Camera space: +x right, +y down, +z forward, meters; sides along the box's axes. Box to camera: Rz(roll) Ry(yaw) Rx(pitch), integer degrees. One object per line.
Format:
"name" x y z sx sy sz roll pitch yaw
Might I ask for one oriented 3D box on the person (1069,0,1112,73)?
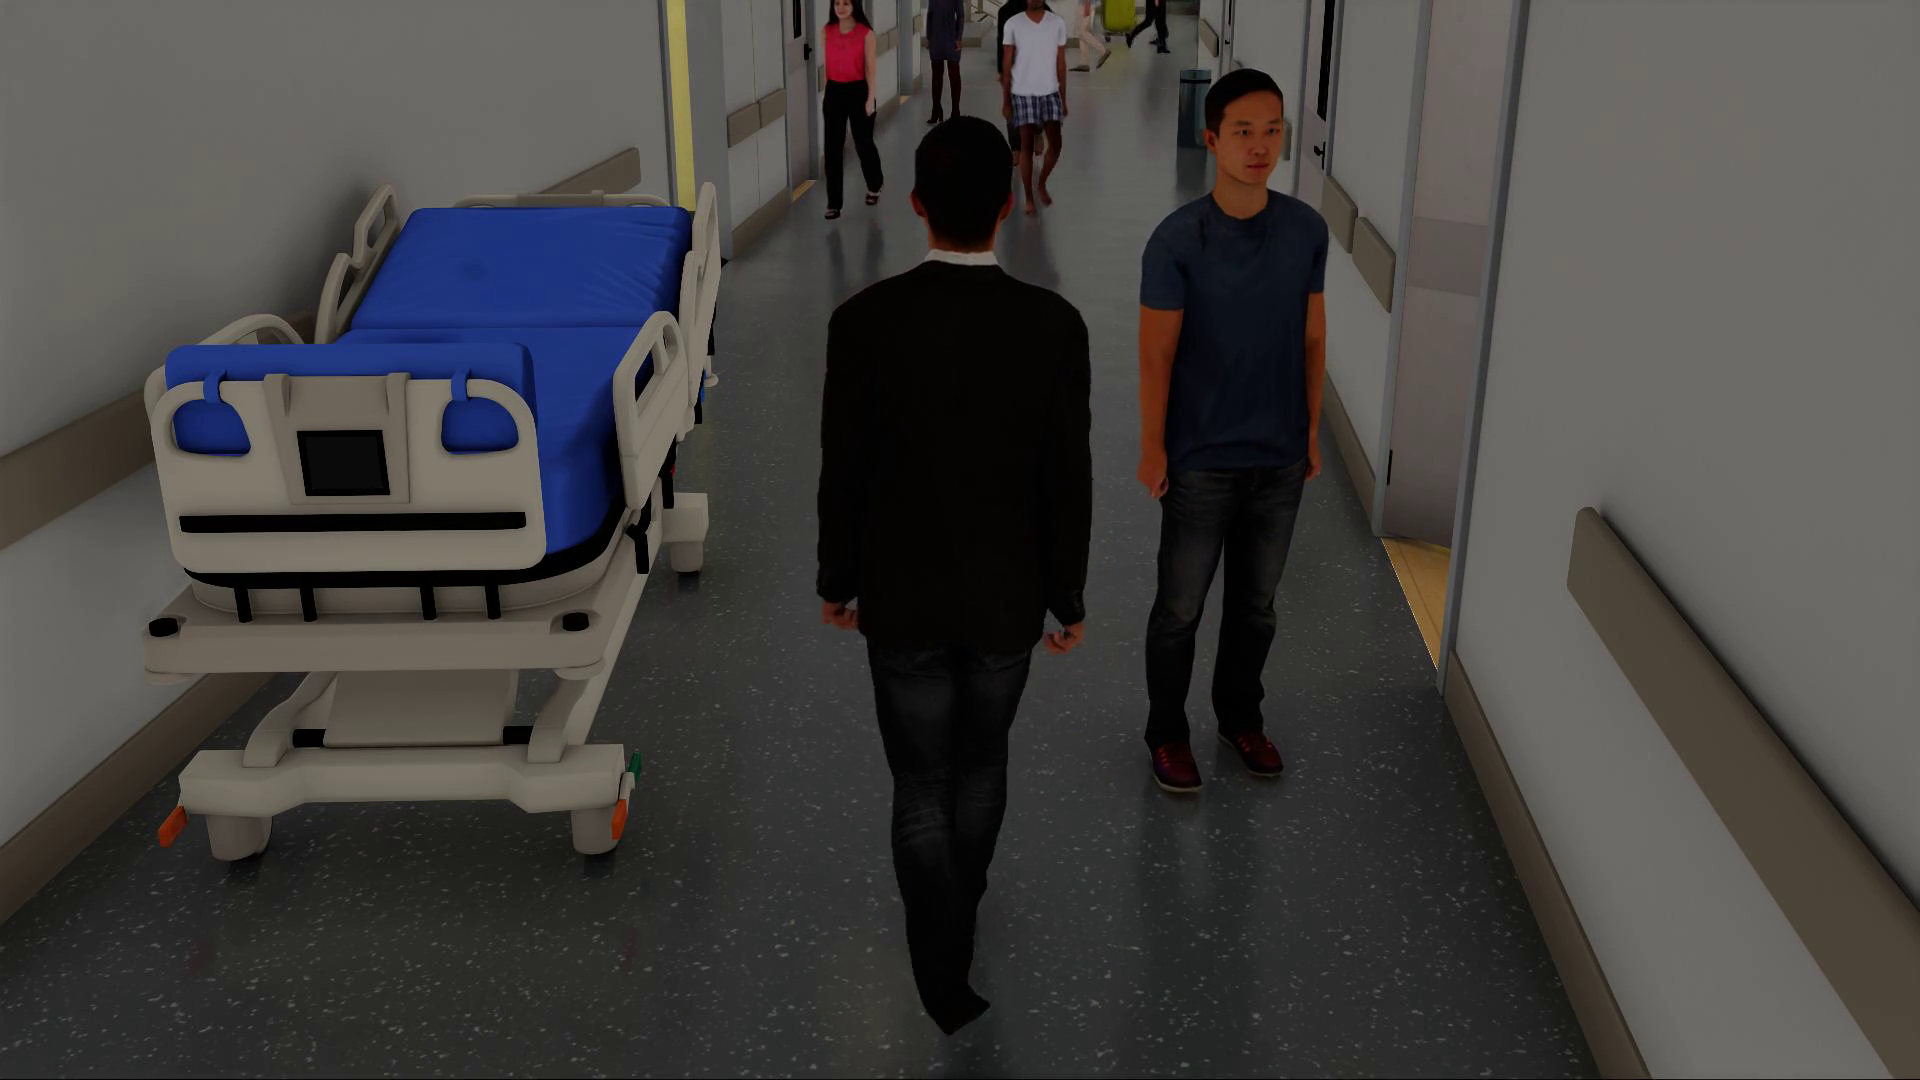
"person" 1.848 -7.437 23.108 0.816 1.833 0.684 0 21 0

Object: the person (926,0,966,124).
"person" -0.147 -5.294 17.621 0.592 1.711 0.714 12 24 29

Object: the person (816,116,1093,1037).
"person" -0.009 0.128 3.213 1.036 1.777 0.849 0 21 0

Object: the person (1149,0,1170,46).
"person" 3.387 -9.153 27.635 0.828 1.794 0.803 -9 23 -23

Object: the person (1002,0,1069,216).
"person" 0.551 -3.296 12.350 0.652 1.707 0.779 -3 21 -7

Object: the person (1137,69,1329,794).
"person" 0.669 -0.248 4.159 0.630 1.809 0.776 -7 22 -18

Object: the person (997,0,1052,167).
"person" 0.571 -4.186 14.704 0.862 1.706 0.781 5 21 12

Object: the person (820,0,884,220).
"person" -0.784 -3.176 12.156 1.036 1.620 0.732 5 21 12

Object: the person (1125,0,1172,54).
"person" 2.995 -8.488 26.162 1.081 1.633 0.854 11 23 27
